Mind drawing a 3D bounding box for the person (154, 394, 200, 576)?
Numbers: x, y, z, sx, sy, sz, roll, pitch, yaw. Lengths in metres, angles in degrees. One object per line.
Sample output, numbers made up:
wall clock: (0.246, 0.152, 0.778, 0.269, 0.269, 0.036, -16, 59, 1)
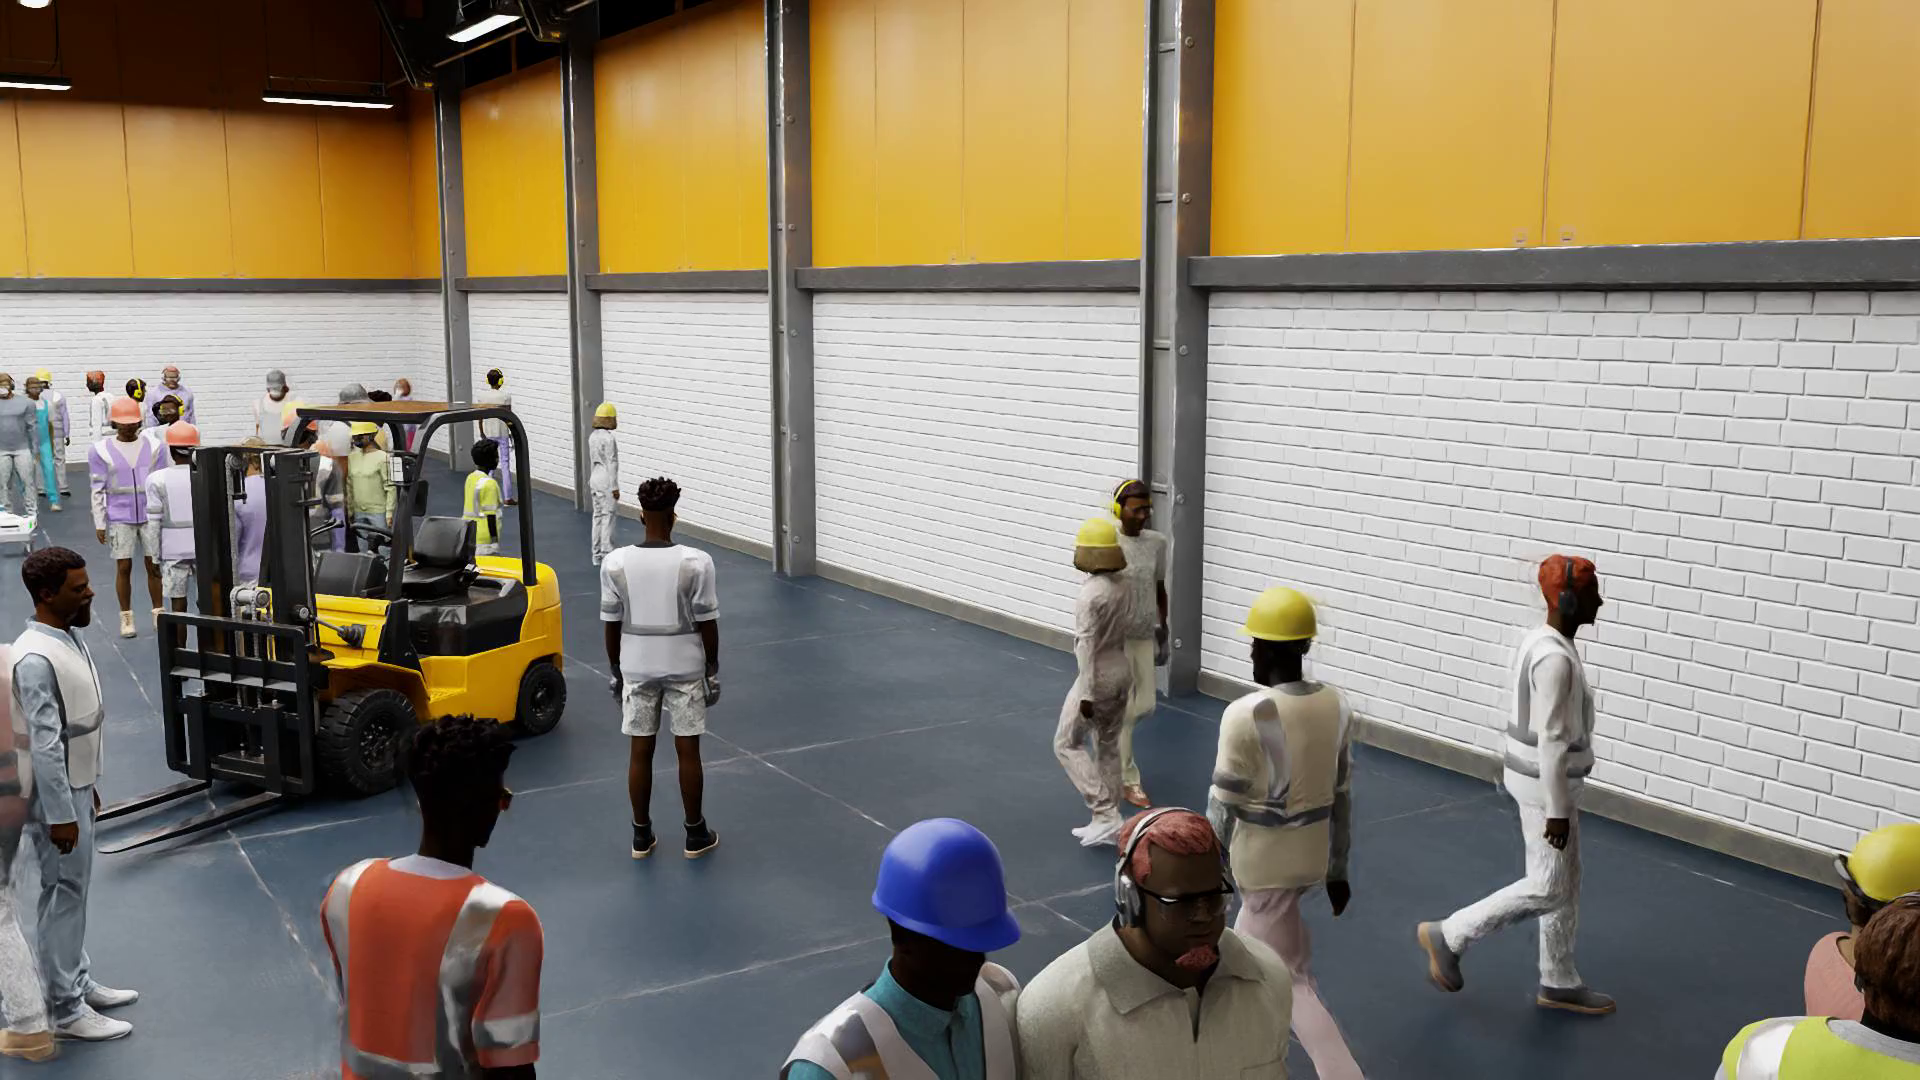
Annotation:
person: (-7.972, -0.560, 16.988, 0.506, 1.864, 0.332, 1, 8, 5)

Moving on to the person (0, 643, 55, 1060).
person: (-3.822, 1.052, 6.340, 0.949, 1.792, 0.639, 3, 9, 22)

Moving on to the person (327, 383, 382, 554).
person: (-5.696, -0.480, 15.838, 0.536, 2.000, 0.672, -1, 8, -4)

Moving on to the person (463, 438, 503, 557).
person: (-3.964, -0.002, 13.828, 0.325, 1.686, 0.547, -6, 10, -34)

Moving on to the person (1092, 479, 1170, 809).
person: (0.964, 0.556, 9.534, 0.515, 1.842, 0.718, -4, 9, -25)

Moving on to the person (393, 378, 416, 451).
person: (-8.379, -1.645, 25.133, 0.438, 1.608, 0.533, -8, 11, -42)

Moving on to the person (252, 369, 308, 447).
person: (-8.393, -1.201, 20.696, 0.695, 2.000, 0.927, -1, 9, -9)

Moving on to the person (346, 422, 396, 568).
person: (-5.408, -0.253, 15.230, 0.533, 1.767, 0.327, 4, 9, 24)

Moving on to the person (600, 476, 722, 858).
person: (-1.508, 0.653, 8.465, 0.603, 1.963, 0.368, 0, 8, 3)

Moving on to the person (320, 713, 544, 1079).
person: (-1.161, 1.351, 3.838, 0.641, 1.939, 0.635, 3, 9, 22)

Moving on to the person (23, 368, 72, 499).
person: (-12.786, -1.484, 23.300, 0.586, 1.833, 0.403, -3, 9, -22)

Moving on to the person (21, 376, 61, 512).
person: (-12.280, -1.276, 22.061, 0.498, 1.804, 0.943, -8, 11, -43)

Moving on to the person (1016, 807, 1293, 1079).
person: (0.407, 1.452, 3.267, 0.639, 1.909, 0.409, -4, 9, -26)

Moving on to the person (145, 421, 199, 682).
person: (-5.733, 0.084, 12.385, 0.552, 1.936, 0.362, -4, 9, -25)

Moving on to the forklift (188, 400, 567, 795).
forklift: (-3.529, 0.258, 10.348, 1.214, 2.155, 2.313, 4, 9, 25)

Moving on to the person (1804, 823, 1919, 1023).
person: (1.993, 1.468, 3.674, 0.336, 1.757, 0.532, 2, 9, 14)

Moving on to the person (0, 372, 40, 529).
person: (-11.565, -1.077, 20.258, 0.634, 1.928, 0.381, -4, 9, -25)

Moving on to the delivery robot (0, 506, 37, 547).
delivery robot: (-10.483, -0.131, 18.152, 0.707, 0.478, 0.477, -3, 9, -21)

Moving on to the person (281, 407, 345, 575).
person: (-4.932, 0.019, 12.523, 0.600, 2.035, 0.402, -2, 9, -12)

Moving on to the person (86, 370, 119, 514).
person: (-11.206, -1.277, 21.764, 0.358, 1.880, 0.575, -1, 9, -8)

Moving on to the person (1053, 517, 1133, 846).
person: (0.701, 0.740, 8.649, 0.350, 1.726, 0.494, 6, 10, 36)

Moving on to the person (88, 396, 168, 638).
person: (-6.912, -0.189, 13.925, 0.612, 2.033, 0.411, -6, 11, -37)

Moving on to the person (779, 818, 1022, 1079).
person: (-0.065, 1.455, 3.119, 0.408, 1.942, 0.615, 7, 11, 39)

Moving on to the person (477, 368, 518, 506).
person: (-6.251, -1.384, 22.507, 0.510, 1.872, 0.328, 1, 8, 6)

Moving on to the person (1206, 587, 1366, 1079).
person: (1.132, 1.100, 5.723, 0.588, 1.891, 0.969, -8, 12, -43)

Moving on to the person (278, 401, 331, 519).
person: (-5.989, -0.311, 15.149, 0.643, 1.899, 0.592, -7, 11, -41)

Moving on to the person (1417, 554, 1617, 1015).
person: (2.261, 0.976, 6.607, 0.690, 1.867, 0.582, 3, 9, 19)

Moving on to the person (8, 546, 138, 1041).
person: (-3.478, 0.974, 6.451, 0.392, 1.919, 0.591, -3, 9, -21)

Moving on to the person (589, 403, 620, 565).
person: (-3.720, -0.578, 17.523, 0.333, 1.735, 0.489, -7, 11, -37)

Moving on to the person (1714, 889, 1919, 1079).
person: (1.680, 1.523, 3.010, 0.429, 1.844, 0.626, -7, 11, -40)

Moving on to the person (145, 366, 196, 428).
person: (-10.719, -1.423, 22.673, 0.404, 1.902, 0.636, 8, 12, 44)
